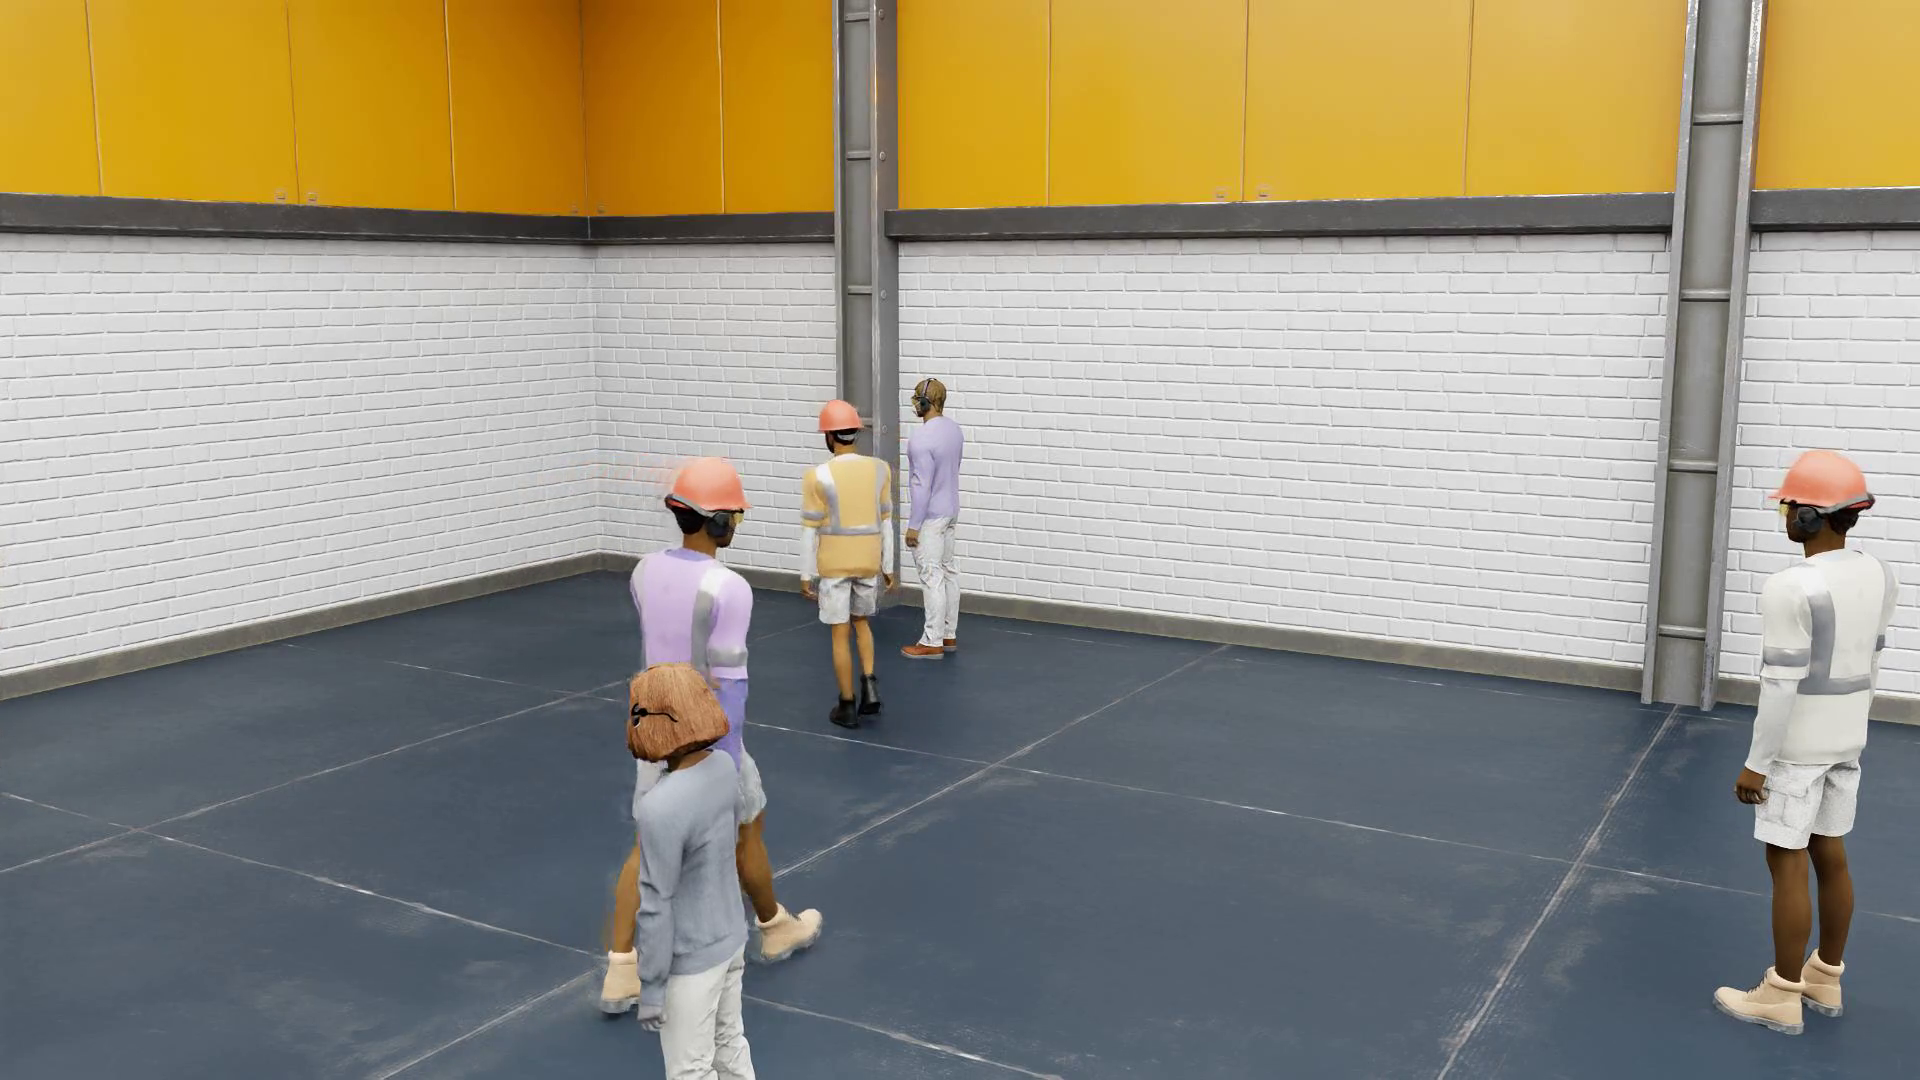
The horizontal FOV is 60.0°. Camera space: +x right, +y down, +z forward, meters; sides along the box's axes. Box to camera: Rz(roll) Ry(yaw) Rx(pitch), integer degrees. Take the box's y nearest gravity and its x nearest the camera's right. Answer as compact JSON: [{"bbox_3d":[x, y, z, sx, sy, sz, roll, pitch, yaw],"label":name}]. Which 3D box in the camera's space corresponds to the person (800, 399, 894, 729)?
[{"bbox_3d":[-0.667,0.142,9.709,0.570,1.917,0.419,-5,10,-27],"label":"person"}]

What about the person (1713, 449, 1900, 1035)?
[{"bbox_3d":[2.956,0.702,5.824,0.608,2.047,0.365,-5,11,-30],"label":"person"}]

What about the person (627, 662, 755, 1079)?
[{"bbox_3d":[-0.727,1.128,4.486,0.289,1.626,0.498,2,9,14],"label":"person"}]

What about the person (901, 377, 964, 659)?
[{"bbox_3d":[-0.194,-0.148,11.466,0.372,1.940,0.632,4,10,23],"label":"person"}]

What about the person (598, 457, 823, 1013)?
[{"bbox_3d":[-0.958,0.687,6.112,0.630,1.987,1.048,7,11,36],"label":"person"}]
